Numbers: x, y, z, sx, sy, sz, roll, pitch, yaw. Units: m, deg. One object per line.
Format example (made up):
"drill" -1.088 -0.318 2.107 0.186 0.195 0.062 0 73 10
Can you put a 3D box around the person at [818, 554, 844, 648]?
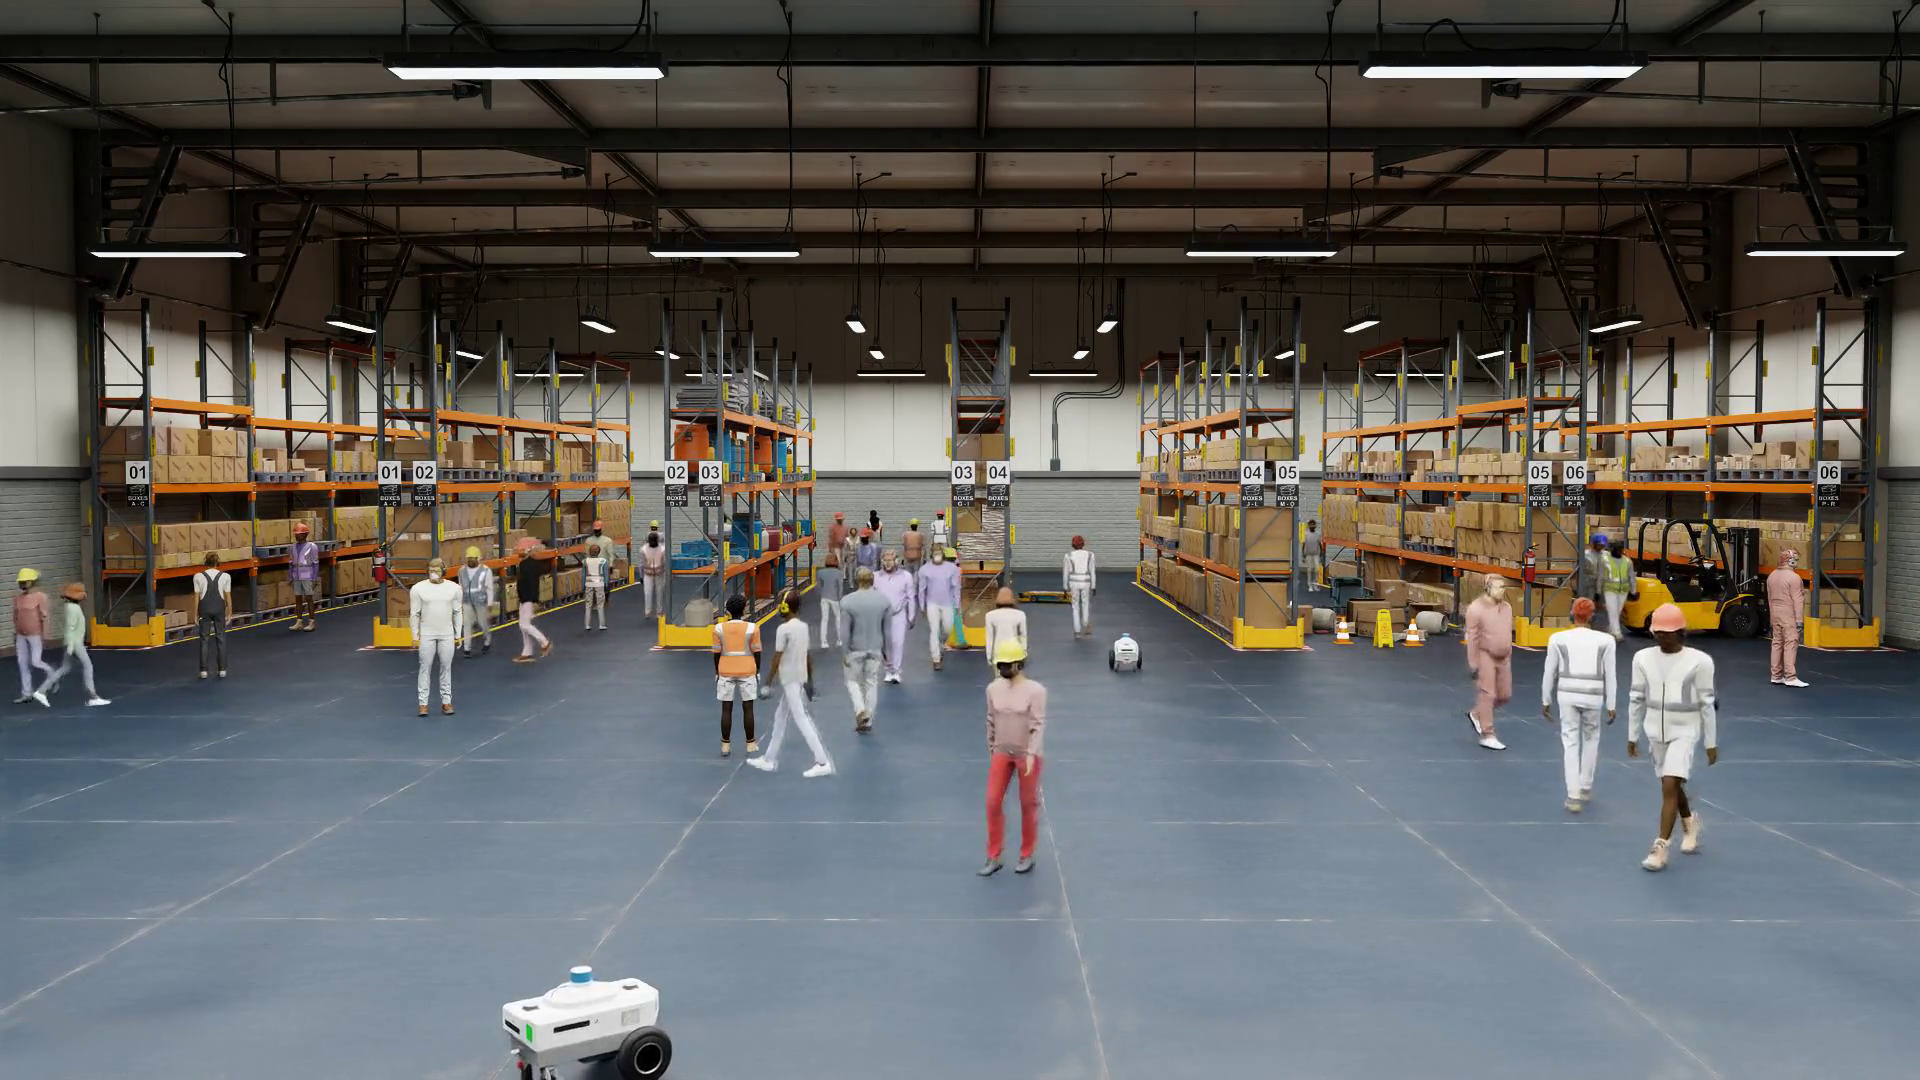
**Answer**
"person" -2.174 1.037 27.687 0.520 1.604 0.722 1 2 19

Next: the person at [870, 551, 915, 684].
"person" -1.005 1.100 22.751 0.681 1.865 0.915 0 2 8

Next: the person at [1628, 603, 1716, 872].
"person" 5.475 1.463 12.357 1.059 1.991 0.622 -2 3 -41

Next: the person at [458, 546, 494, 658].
"person" -7.912 0.992 26.443 0.612 1.799 0.874 0 2 3

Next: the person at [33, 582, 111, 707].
"person" -11.327 1.327 20.535 0.831 1.598 0.507 -1 3 -30

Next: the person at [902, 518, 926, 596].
"person" -1.129 0.416 39.648 0.605 1.900 0.749 0 2 1

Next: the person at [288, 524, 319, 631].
"person" -12.438 0.709 30.523 0.614 2.041 0.393 1 2 15

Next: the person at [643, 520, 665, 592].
"person" -7.686 0.410 40.651 0.601 1.830 0.404 -1 2 -14

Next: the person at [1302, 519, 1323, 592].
"person" 8.891 0.407 40.619 0.564 1.833 0.868 0 2 3

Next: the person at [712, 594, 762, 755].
"person" -2.344 1.416 17.016 0.534 1.697 0.318 0 2 1

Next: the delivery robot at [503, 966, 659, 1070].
"delivery robot" -1.836 2.318 7.827 0.707 0.478 0.477 -2 3 -37

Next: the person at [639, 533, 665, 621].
"person" -6.228 0.744 32.891 0.622 1.787 0.970 0 2 -8

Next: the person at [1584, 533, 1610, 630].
"person" 11.596 0.810 29.614 0.660 1.914 0.670 0 2 -11

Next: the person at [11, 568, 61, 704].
"person" -12.060 1.232 21.038 0.529 1.756 0.501 1 2 13

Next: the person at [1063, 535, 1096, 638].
"person" 2.163 0.841 29.384 0.606 1.860 0.529 0 2 -8

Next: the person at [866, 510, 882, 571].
"person" -2.576 0.060 48.398 0.380 1.918 0.596 2 3 41

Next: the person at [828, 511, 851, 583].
"person" -3.254 0.196 44.269 0.720 1.970 0.444 -1 3 -31

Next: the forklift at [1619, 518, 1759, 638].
"forklift" 13.417 0.684 29.791 2.313 2.155 1.214 0 2 0

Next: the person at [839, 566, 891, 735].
"person" -1.079 1.252 18.329 0.633 1.924 0.464 -1 2 -22

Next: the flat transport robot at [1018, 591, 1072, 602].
"flat transport robot" 2.128 1.318 37.689 1.431 0.197 0.652 1 2 22

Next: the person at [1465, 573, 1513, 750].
"person" 5.723 1.299 17.538 0.650 1.895 0.570 -1 3 -28

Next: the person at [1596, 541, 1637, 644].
"person" 11.558 0.918 28.383 0.650 1.790 0.958 0 2 -2

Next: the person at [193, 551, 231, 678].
"person" -10.915 1.086 23.570 0.509 1.842 0.334 -1 3 -31

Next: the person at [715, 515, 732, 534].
"person" -6.874 0.162 46.885 0.567 1.882 0.540 0 2 -5

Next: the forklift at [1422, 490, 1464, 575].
"forklift" 13.926 -0.371 47.846 1.873 2.768 1.129 0 2 0

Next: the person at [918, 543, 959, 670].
"person" -0.337 0.998 24.720 0.634 1.924 0.704 0 2 -11

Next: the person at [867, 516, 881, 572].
"person" -2.094 0.400 39.251 0.361 1.963 0.613 1 2 22

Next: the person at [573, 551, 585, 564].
"person" -10.346 0.279 44.471 0.729 1.777 0.759 1 3 29

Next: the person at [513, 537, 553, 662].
"person" -6.804 0.943 25.514 0.503 1.980 0.624 -1 3 -31

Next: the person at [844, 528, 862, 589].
"person" -2.750 0.479 41.812 0.538 1.593 0.849 0 2 -8

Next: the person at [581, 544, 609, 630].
"person" -6.955 0.899 30.759 0.523 1.636 0.307 0 2 3

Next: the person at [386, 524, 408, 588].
"person" -12.523 0.539 36.072 0.543 1.939 0.361 0 2 -1

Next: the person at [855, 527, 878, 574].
"person" -1.888 0.668 33.333 0.546 1.909 0.832 1 3 25

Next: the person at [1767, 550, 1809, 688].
"person" 11.601 1.090 22.604 0.410 1.909 0.643 0 2 -9

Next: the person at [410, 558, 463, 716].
"person" -6.445 1.185 19.904 0.629 1.934 0.376 -1 3 -25

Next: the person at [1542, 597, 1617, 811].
"person" 5.525 1.437 14.428 0.607 1.852 0.847 1 2 17

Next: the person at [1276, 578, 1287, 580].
"person" 9.140 0.158 45.661 0.361 1.940 0.543 1 3 33

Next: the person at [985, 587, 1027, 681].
"person" 0.551 1.365 19.410 0.503 1.612 0.745 0 2 5

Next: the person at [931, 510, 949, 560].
"person" -0.587 0.047 48.603 0.543 1.928 0.370 0 2 11

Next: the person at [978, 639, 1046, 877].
"person" 0.377 1.602 11.860 0.524 1.739 0.673 1 3 27

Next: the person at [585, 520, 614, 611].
"person" -7.935 0.546 35.534 0.621 1.973 0.783 0 2 -2

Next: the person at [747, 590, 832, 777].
"person" -1.667 1.408 15.875 0.995 1.817 0.517 1 2 19

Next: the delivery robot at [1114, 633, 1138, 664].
"delivery robot" 2.514 1.658 24.439 0.477 0.478 0.707 0 2 3

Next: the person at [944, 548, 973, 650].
"person" -0.139 1.001 27.022 0.545 1.720 0.877 -1 3 -33
